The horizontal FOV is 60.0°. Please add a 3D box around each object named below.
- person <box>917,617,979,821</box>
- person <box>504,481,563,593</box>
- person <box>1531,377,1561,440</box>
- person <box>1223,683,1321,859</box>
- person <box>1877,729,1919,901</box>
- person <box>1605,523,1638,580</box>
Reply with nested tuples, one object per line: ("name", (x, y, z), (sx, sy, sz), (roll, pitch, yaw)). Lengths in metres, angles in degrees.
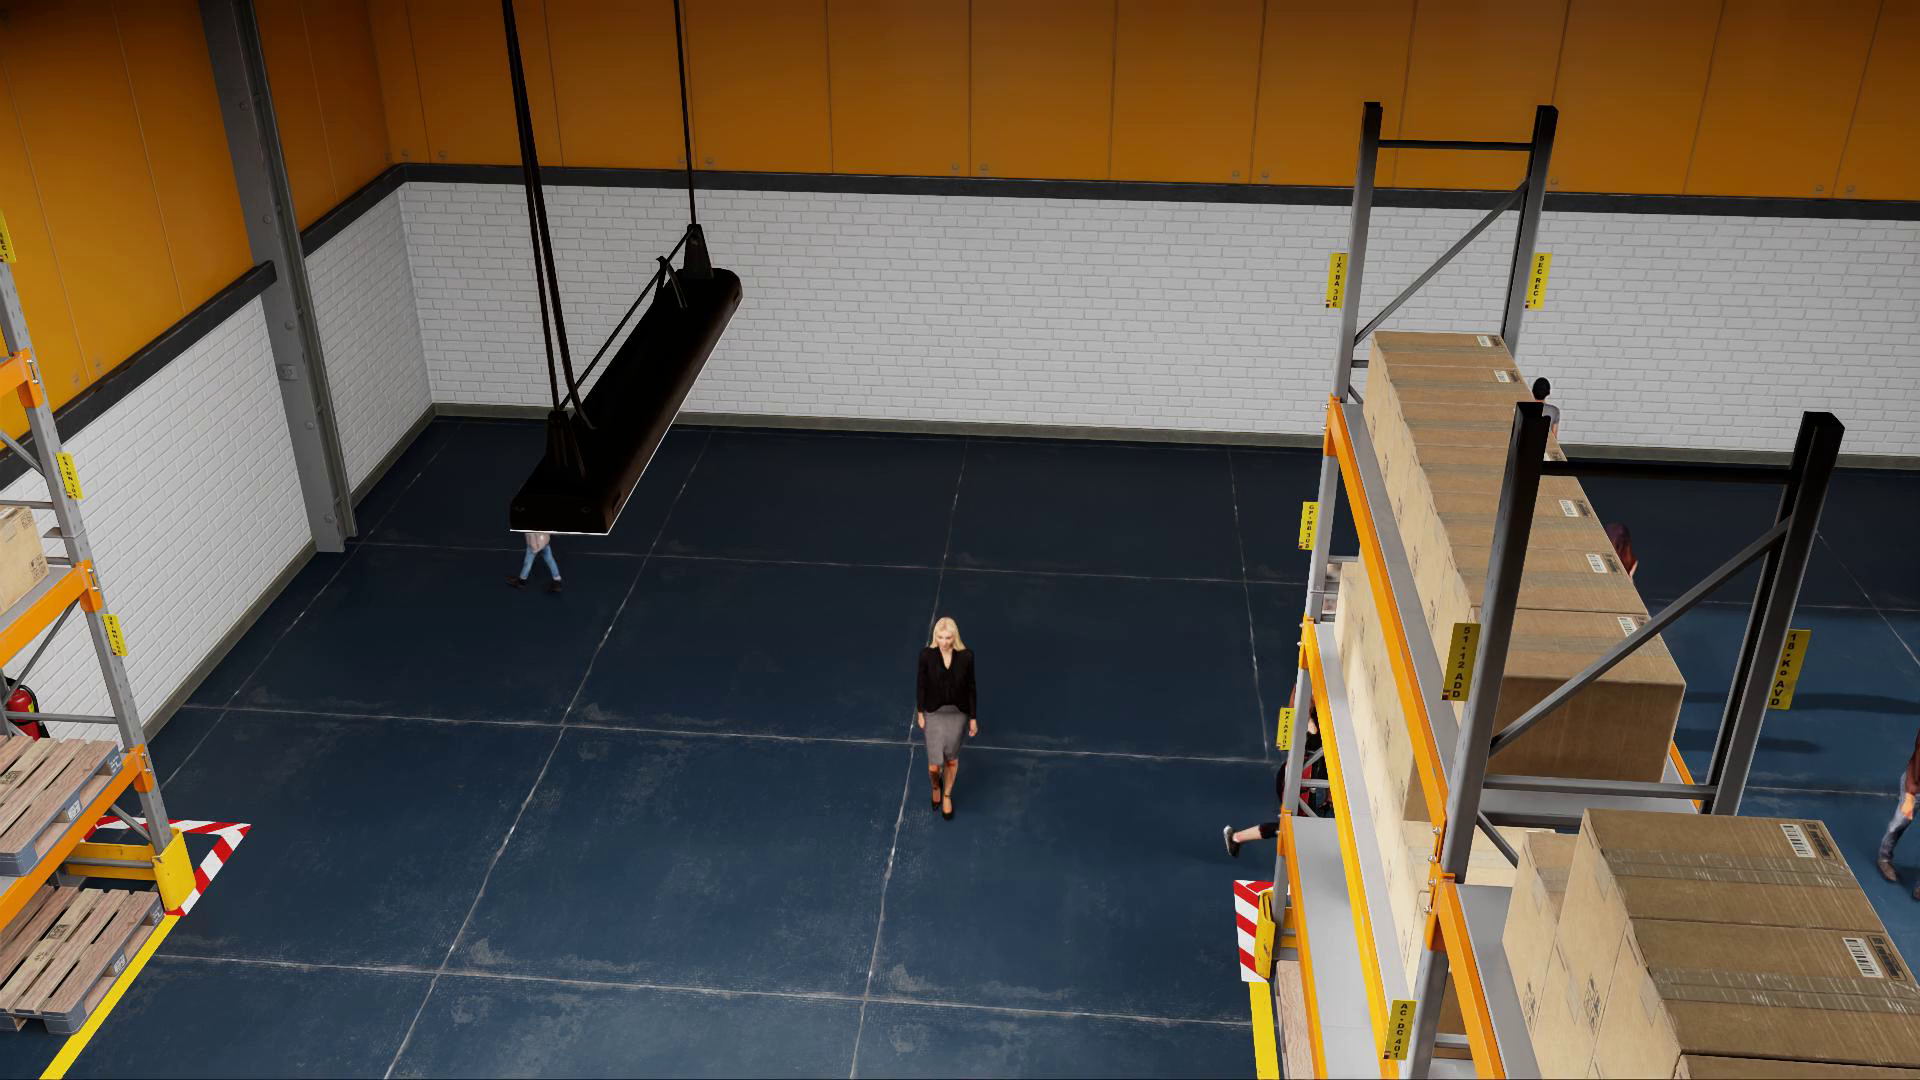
("person", (-0.096, 1.336, 12.786), (0.646, 1.832, 0.646), (-2, 29, -3))
("person", (-4.002, -0.008, 15.942), (0.629, 1.170, 0.746), (6, 29, 10))
("person", (5.768, -0.824, 16.828), (0.618, 1.754, 0.539), (2, 29, 3))
("person", (2.349, 1.766, 12.140), (0.838, 1.697, 0.979), (12, 31, 21))
("person", (6.976, 1.759, 12.091), (0.723, 1.755, 0.903), (0, 29, 0))
("person", (5.529, 0.597, 14.319), (0.623, 1.661, 0.578), (-3, 29, -6))
